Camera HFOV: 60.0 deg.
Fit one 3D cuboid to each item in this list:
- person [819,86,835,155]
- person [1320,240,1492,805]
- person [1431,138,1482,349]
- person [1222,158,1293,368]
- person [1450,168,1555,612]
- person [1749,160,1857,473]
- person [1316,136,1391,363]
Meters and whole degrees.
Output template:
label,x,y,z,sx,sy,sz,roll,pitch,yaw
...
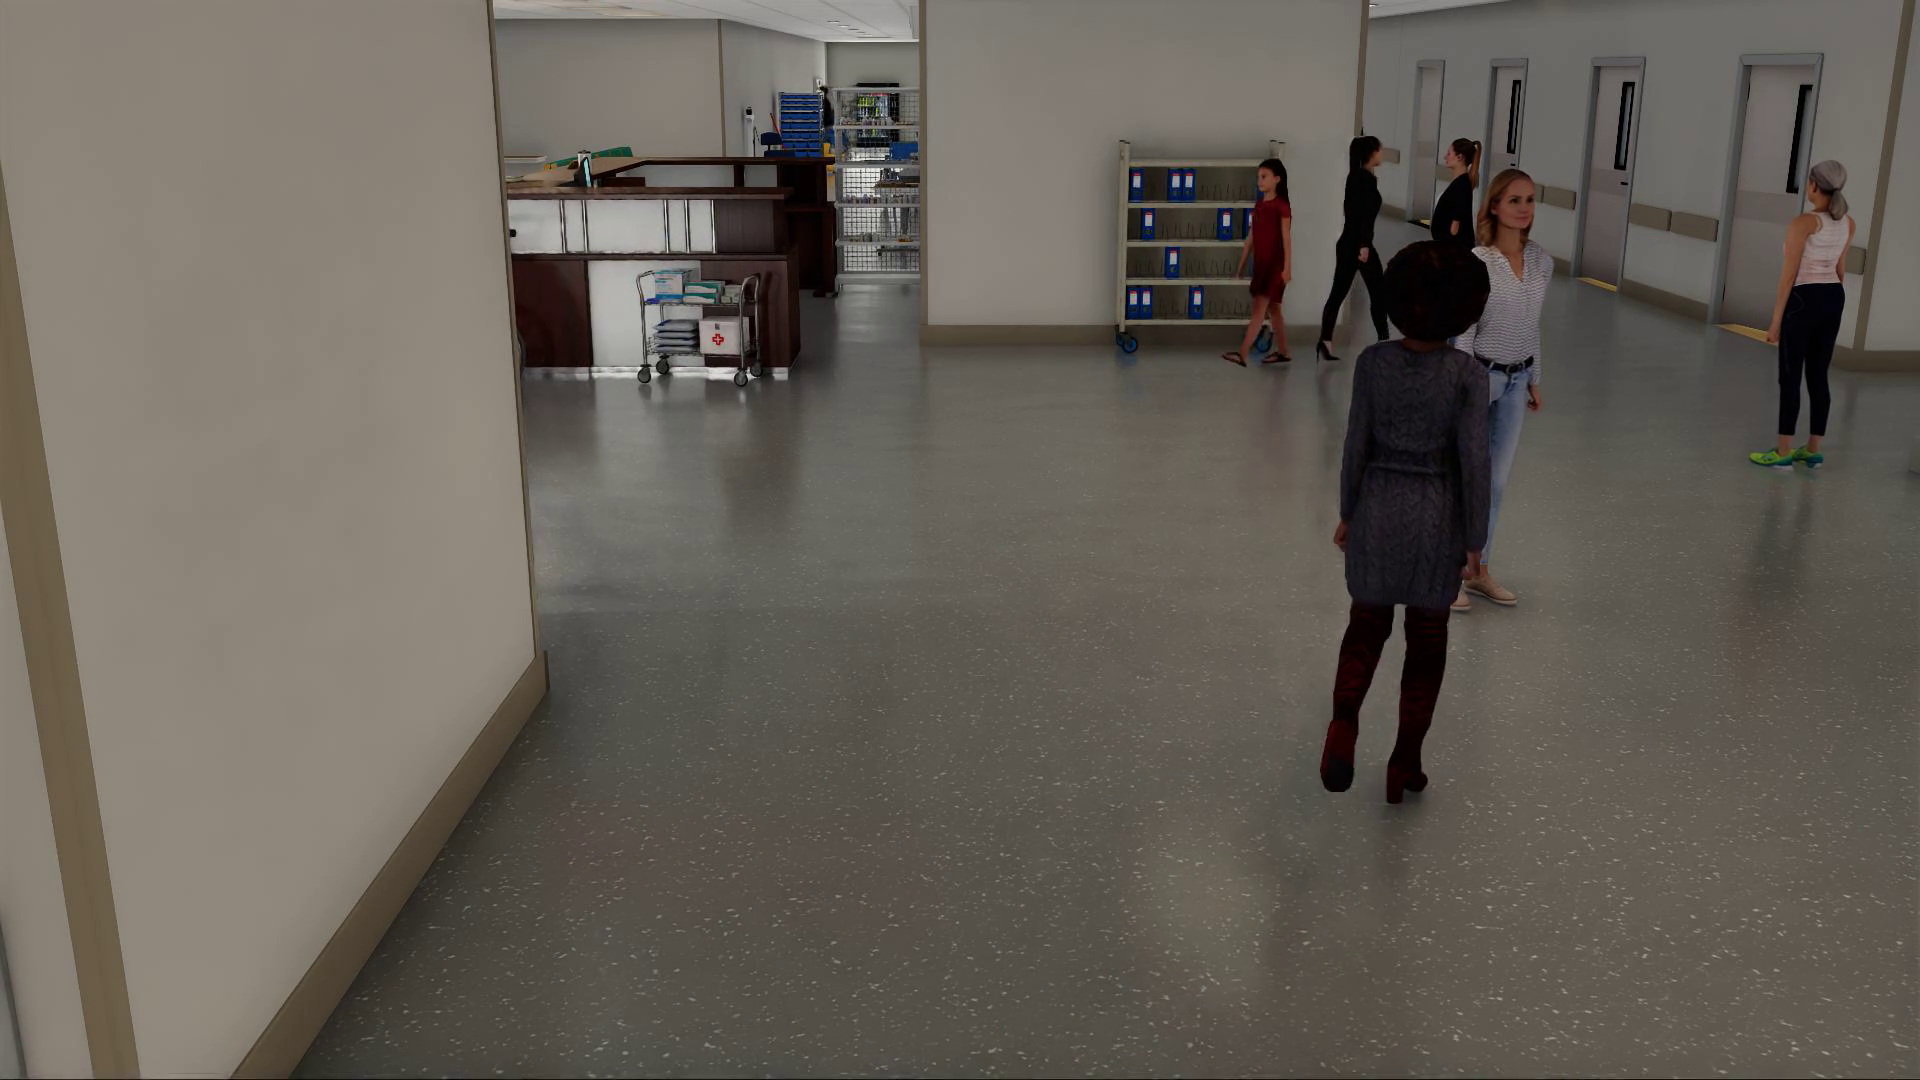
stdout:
label,x,y,z,sx,sy,sz,roll,pitch,yaw
person,-3.242,-10.152,40.653,0.821,1.802,0.805,-5,17,-18
person,1.266,0.008,4.813,0.908,1.694,0.913,10,19,32
person,3.754,-2.192,12.639,0.669,1.684,0.700,5,17,18
person,2.382,-2.057,12.454,1.032,1.523,0.832,-8,18,-27
person,2.179,-0.613,6.831,0.551,1.796,0.707,-5,17,-19
person,4.737,-1.243,9.241,0.584,1.702,0.724,-6,17,-19
person,2.917,-2.154,12.515,0.944,1.677,0.722,-4,16,-13
